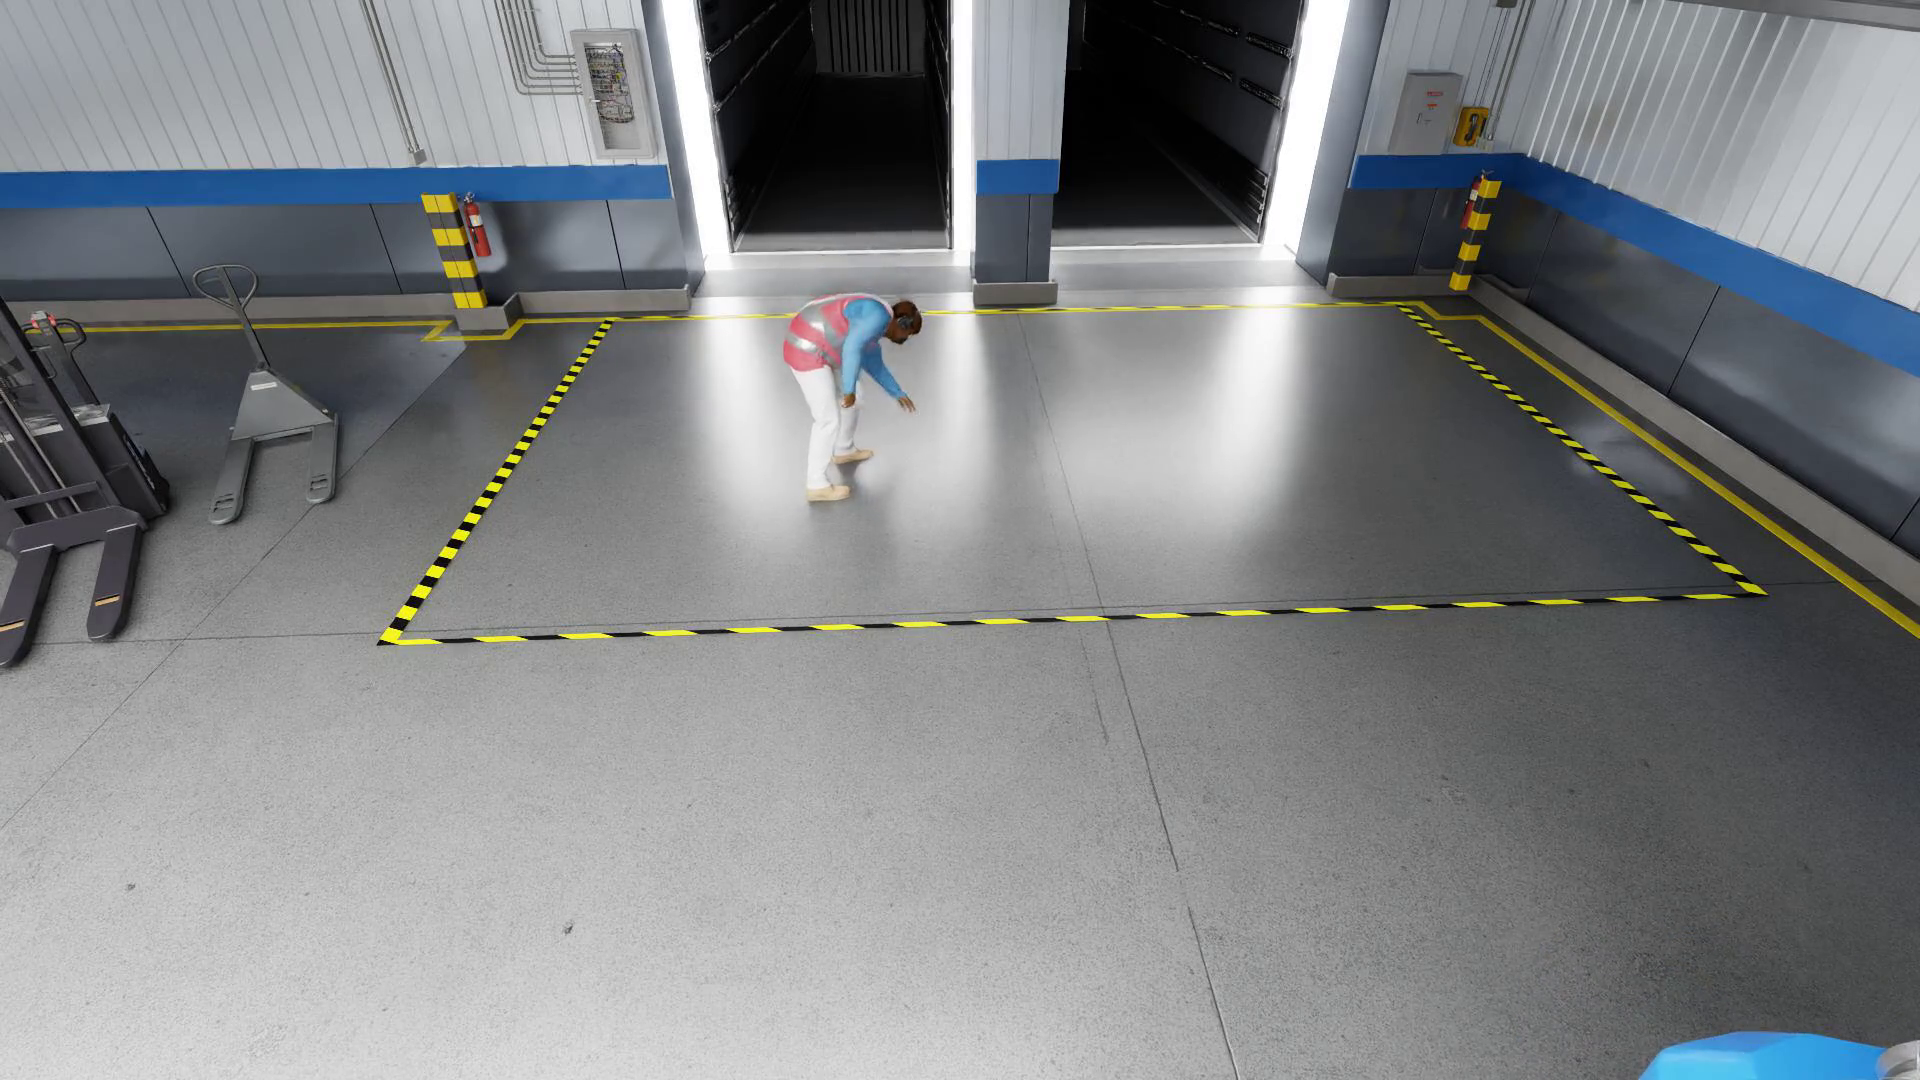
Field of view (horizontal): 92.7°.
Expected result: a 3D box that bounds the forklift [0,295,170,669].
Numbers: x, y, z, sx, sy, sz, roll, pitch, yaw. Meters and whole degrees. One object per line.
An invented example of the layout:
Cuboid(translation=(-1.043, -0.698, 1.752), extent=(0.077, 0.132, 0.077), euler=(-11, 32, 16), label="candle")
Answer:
Cuboid(translation=(-5.212, -0.618, 4.878), extent=(0.823, 1.965, 1.885), euler=(-20, 39, -26), label="forklift")

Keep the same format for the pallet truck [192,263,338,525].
Cuboid(translation=(-4.778, -1.027, 6.128), extent=(0.680, 1.201, 1.601), euler=(-17, 38, -23), label="pallet truck")

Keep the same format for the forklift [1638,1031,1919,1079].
Cuboid(translation=(2.856, 1.540, 1.466), extent=(2.680, 2.036, 1.157), euler=(11, 36, 16), label="forklift")

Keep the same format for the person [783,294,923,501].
Cuboid(translation=(-0.696, -1.015, 6.119), extent=(0.848, 1.276, 0.978), euler=(3, 35, 4), label="person")
